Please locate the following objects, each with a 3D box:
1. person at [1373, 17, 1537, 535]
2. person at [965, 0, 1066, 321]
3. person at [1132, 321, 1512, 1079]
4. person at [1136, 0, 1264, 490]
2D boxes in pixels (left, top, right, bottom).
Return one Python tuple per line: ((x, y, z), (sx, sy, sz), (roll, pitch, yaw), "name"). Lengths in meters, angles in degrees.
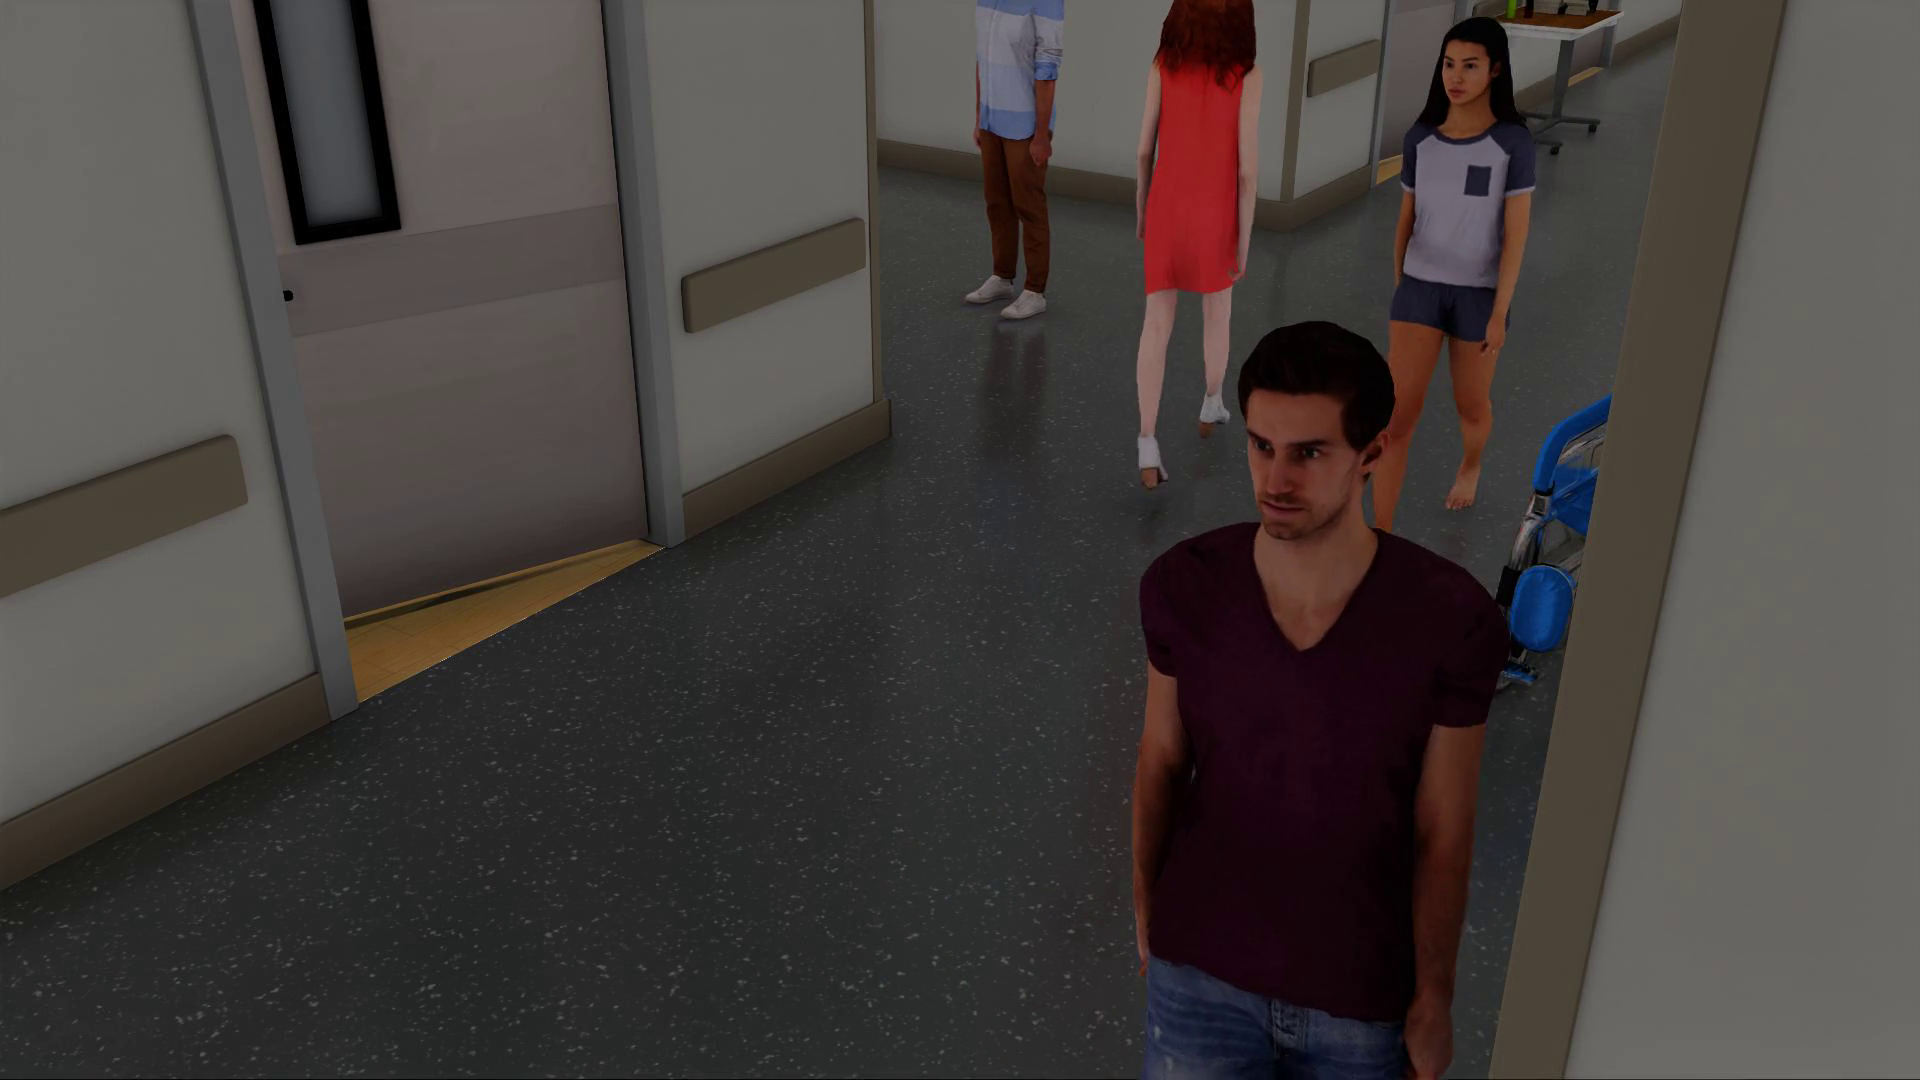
((1.611, -0.767, 5.323), (0.640, 1.695, 1.122), (14, 29, 26), "person")
((0.256, -1.951, 7.631), (0.684, 1.823, 0.741), (-19, 32, -34), "person")
((0.506, 0.557, 2.422), (0.808, 1.830, 1.107), (11, 28, 21), "person")
((0.777, -1.027, 5.763), (0.798, 1.783, 1.199), (10, 28, 20), "person")
